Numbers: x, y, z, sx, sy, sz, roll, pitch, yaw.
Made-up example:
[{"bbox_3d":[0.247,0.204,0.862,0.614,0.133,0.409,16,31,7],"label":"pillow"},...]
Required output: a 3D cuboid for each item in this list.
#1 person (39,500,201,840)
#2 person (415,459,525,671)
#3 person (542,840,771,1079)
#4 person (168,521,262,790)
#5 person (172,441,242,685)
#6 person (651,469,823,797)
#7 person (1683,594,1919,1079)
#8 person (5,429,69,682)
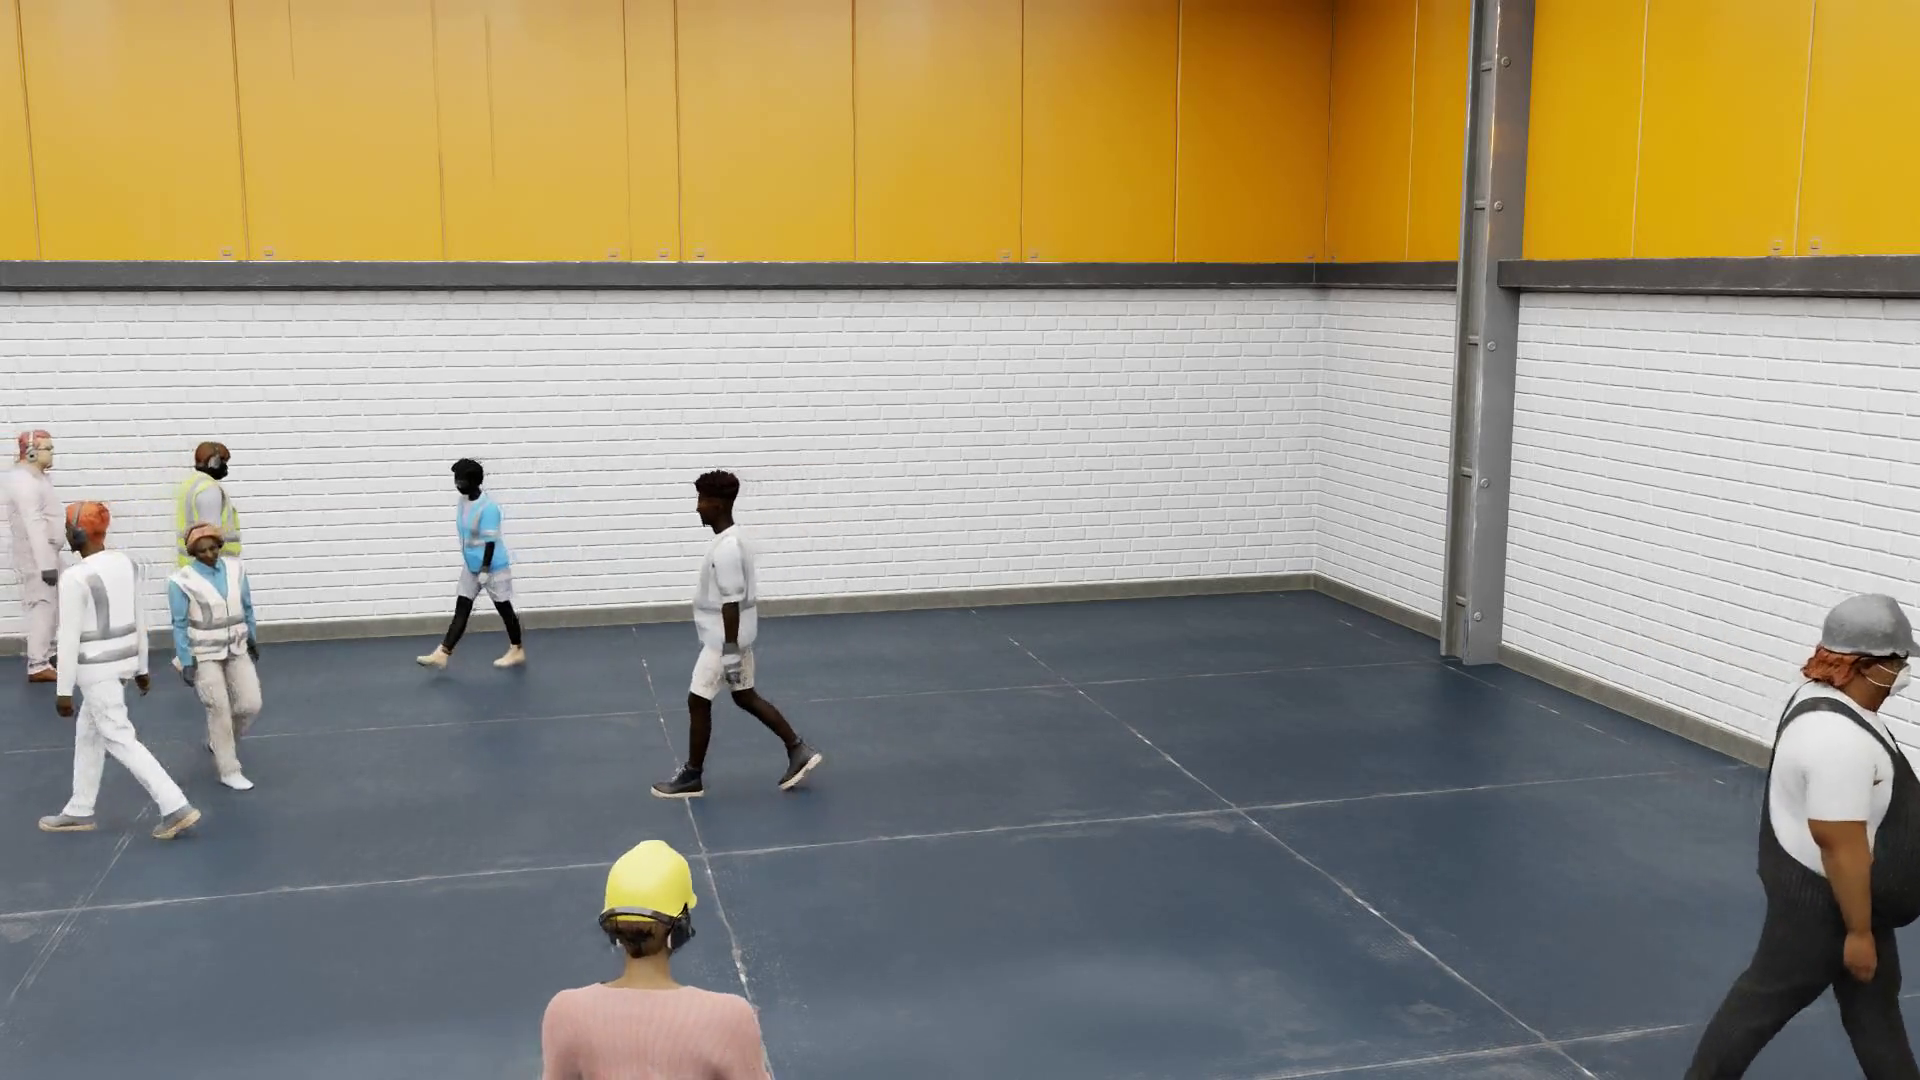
[{"bbox_3d":[-4.522,0.699,8.878,0.956,1.848,0.586,1,9,5],"label":"person"},{"bbox_3d":[-3.691,0.206,12.525,0.552,1.640,0.898,9,12,43],"label":"person"},{"bbox_3d":[-0.685,1.554,3.936,0.543,1.720,0.918,2,9,15],"label":"person"},{"bbox_3d":[-4.334,0.677,9.721,0.386,1.608,0.556,5,10,29],"label":"person"},{"bbox_3d":[-5.479,0.197,12.106,0.488,1.809,0.693,-7,11,-36],"label":"person"},{"bbox_3d":[-1.289,0.540,9.610,0.949,1.931,0.612,0,9,-1],"label":"person"},{"bbox_3d":[2.951,1.129,5.573,1.042,2.000,0.699,5,10,27],"label":"person"},{"bbox_3d":[-6.779,0.122,12.331,0.447,1.886,0.669,-4,10,-24],"label":"person"}]
